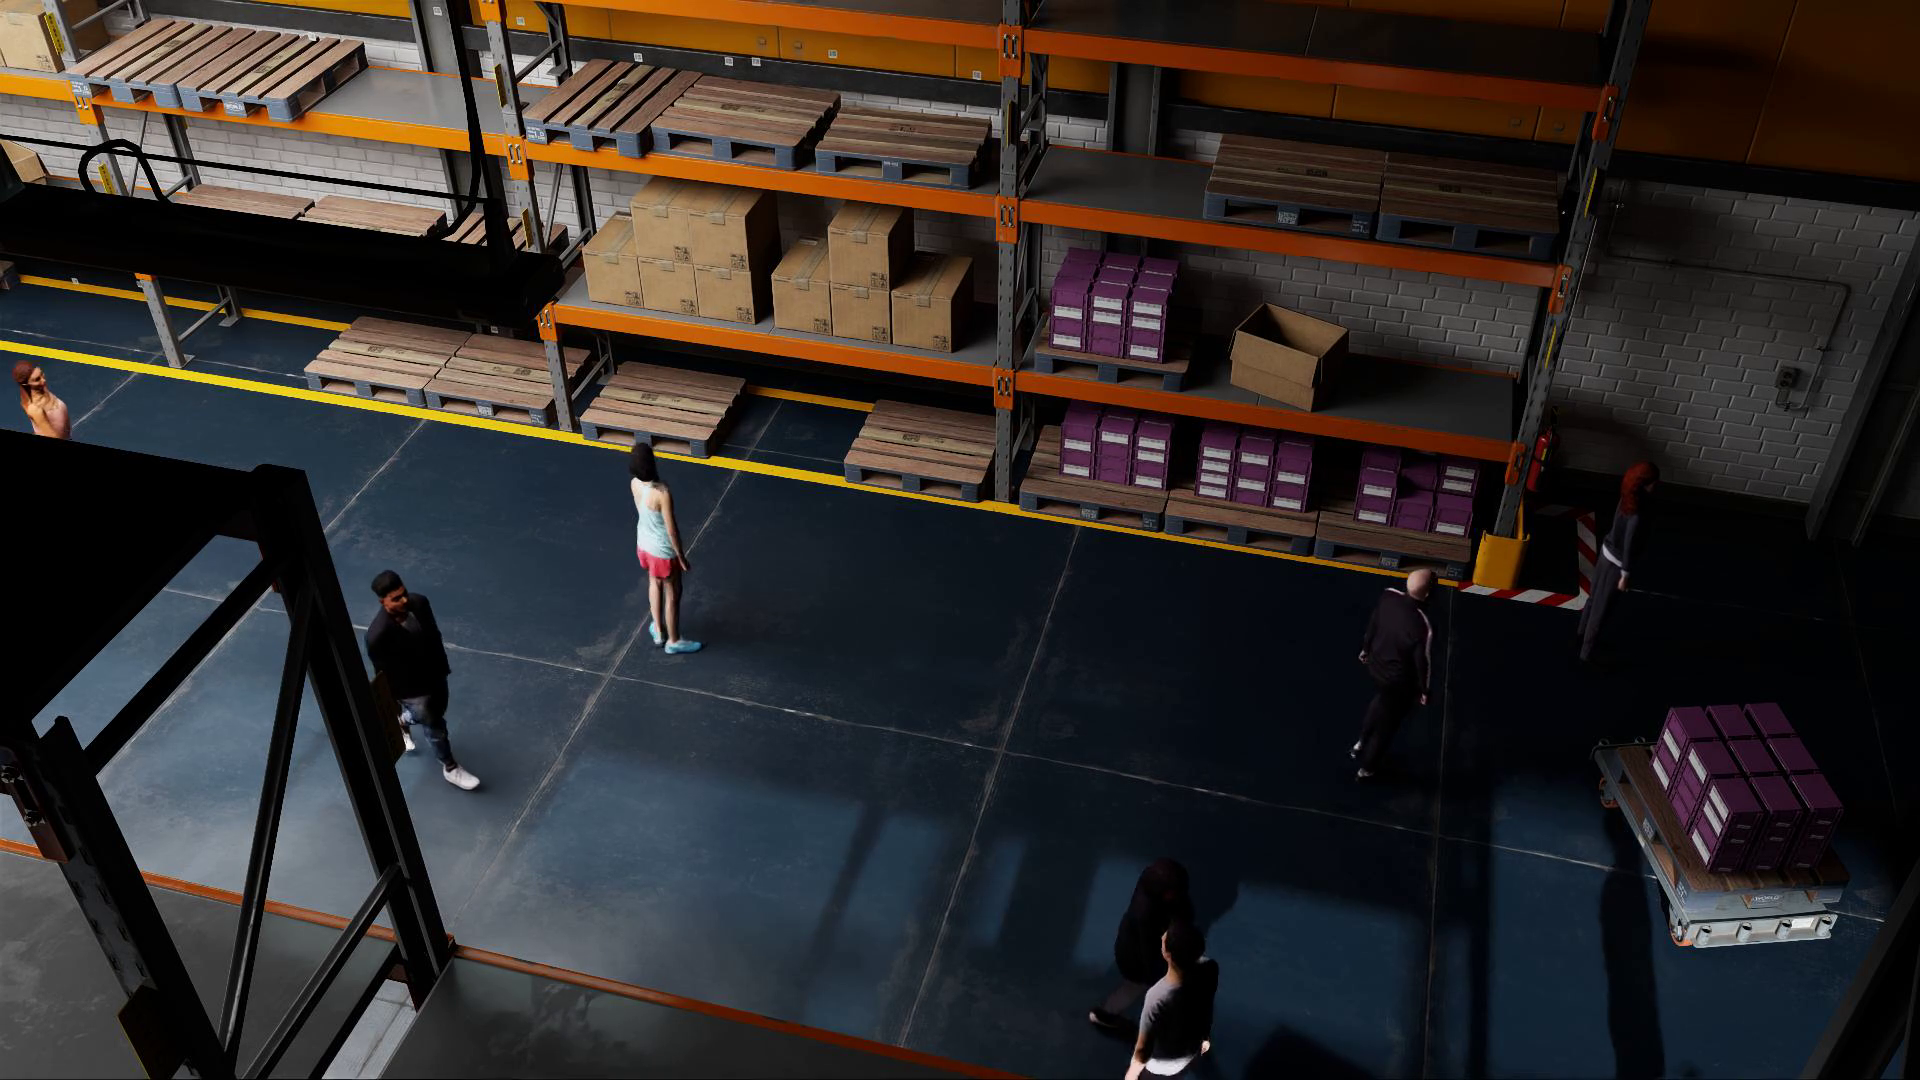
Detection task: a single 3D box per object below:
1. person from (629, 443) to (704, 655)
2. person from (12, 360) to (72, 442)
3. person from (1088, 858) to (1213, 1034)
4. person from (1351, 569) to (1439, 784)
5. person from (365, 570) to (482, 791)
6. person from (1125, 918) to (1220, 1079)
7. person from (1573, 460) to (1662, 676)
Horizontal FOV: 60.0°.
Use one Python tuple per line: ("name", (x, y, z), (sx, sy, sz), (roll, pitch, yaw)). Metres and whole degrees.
("person", (-2.202, 0.069, 12.105), (0.781, 1.760, 0.638), (-21, 43, -24))
("person", (-7.099, -0.585, 12.915), (1.248, 1.769, 0.922), (-6, 39, -8))
("person", (0.993, 2.314, 9.443), (0.951, 1.574, 0.718), (10, 40, 12))
("person", (2.776, 0.932, 10.972), (0.869, 1.823, 0.828), (-16, 41, -19))
("person", (-3.672, 0.884, 11.064), (1.115, 1.785, 0.819), (17, 42, 20))
("person", (1.157, 2.743, 8.696), (1.165, 1.834, 0.991), (31, 48, 33))
("person", (4.719, 0.169, 11.964), (0.499, 1.779, 0.583), (8, 39, 10))
